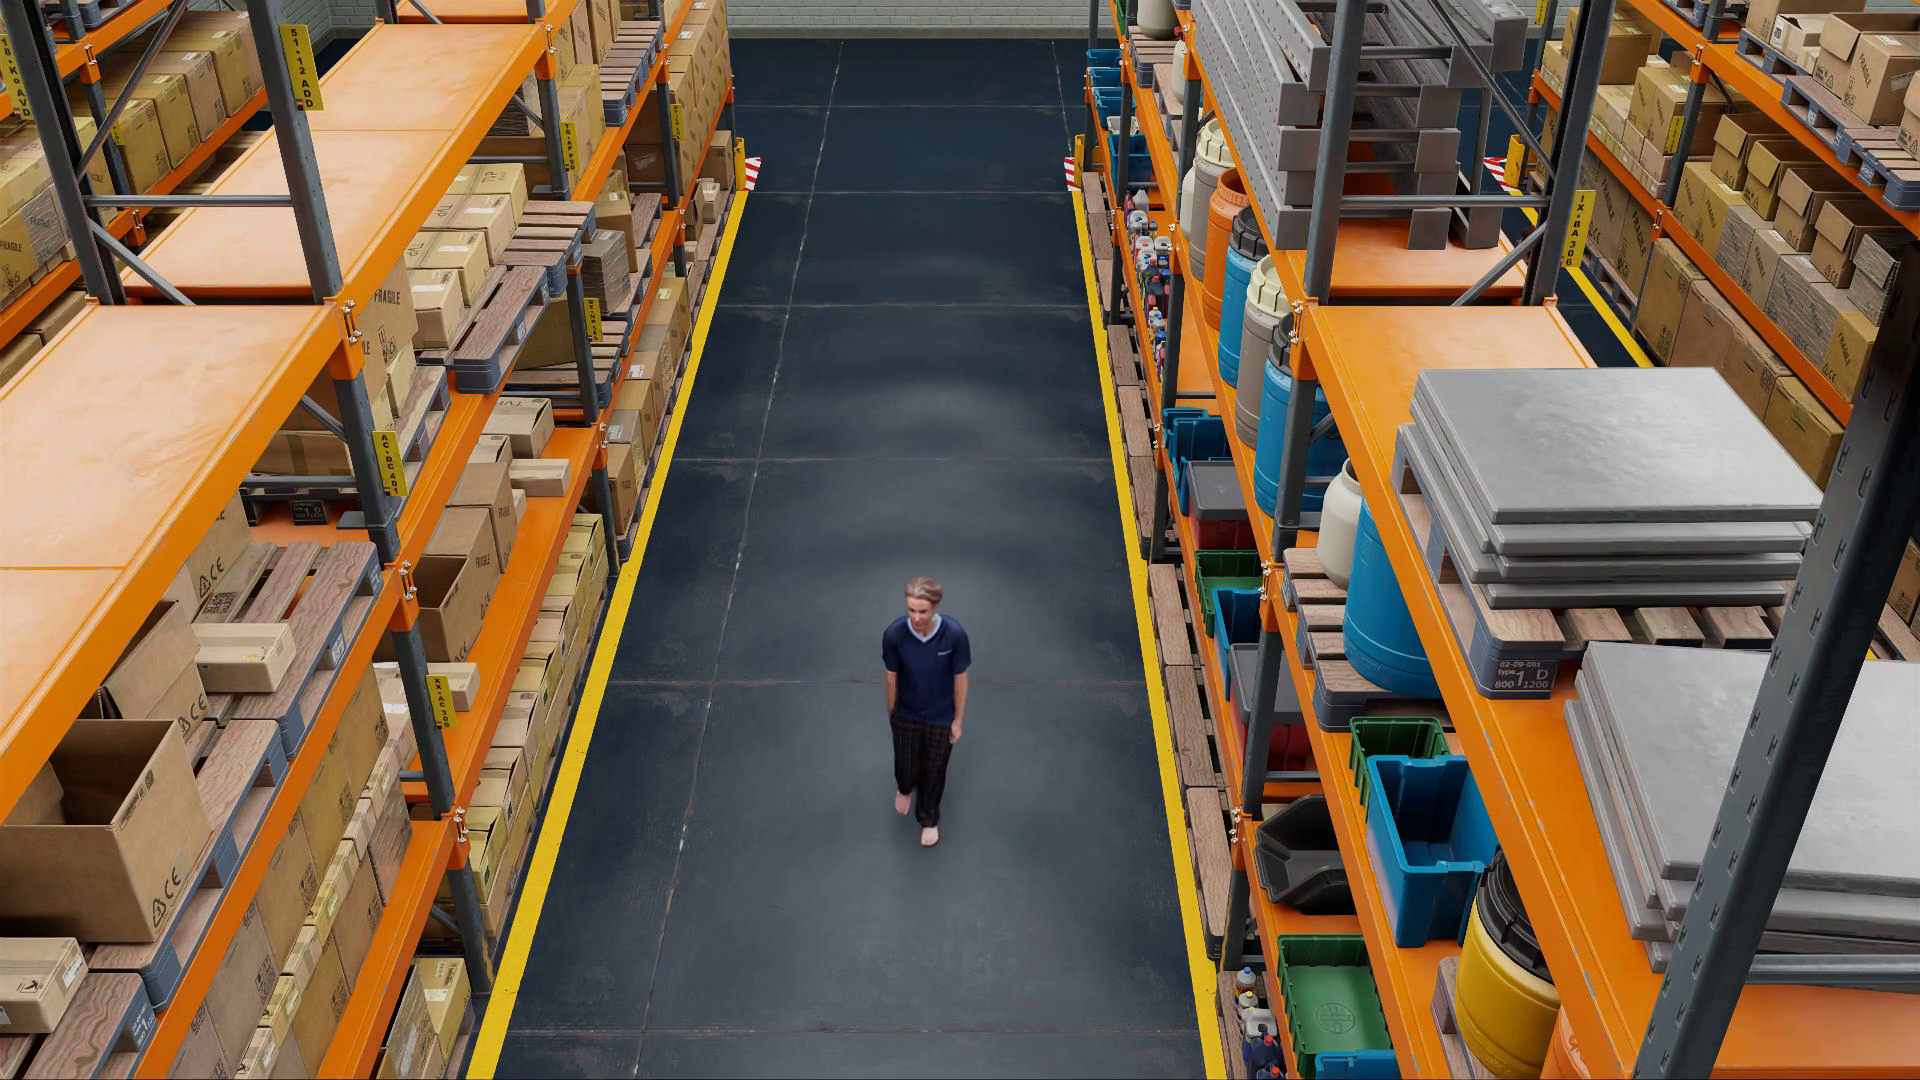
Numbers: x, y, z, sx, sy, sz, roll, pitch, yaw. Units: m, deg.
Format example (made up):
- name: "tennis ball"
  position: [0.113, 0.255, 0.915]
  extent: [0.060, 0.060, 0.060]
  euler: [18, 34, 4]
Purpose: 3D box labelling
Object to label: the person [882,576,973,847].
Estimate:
- name: "person"
  position: [-0.193, 0.943, 9.636]
  extent: [0.651, 1.856, 0.680]
  euler: [1, 33, 2]
